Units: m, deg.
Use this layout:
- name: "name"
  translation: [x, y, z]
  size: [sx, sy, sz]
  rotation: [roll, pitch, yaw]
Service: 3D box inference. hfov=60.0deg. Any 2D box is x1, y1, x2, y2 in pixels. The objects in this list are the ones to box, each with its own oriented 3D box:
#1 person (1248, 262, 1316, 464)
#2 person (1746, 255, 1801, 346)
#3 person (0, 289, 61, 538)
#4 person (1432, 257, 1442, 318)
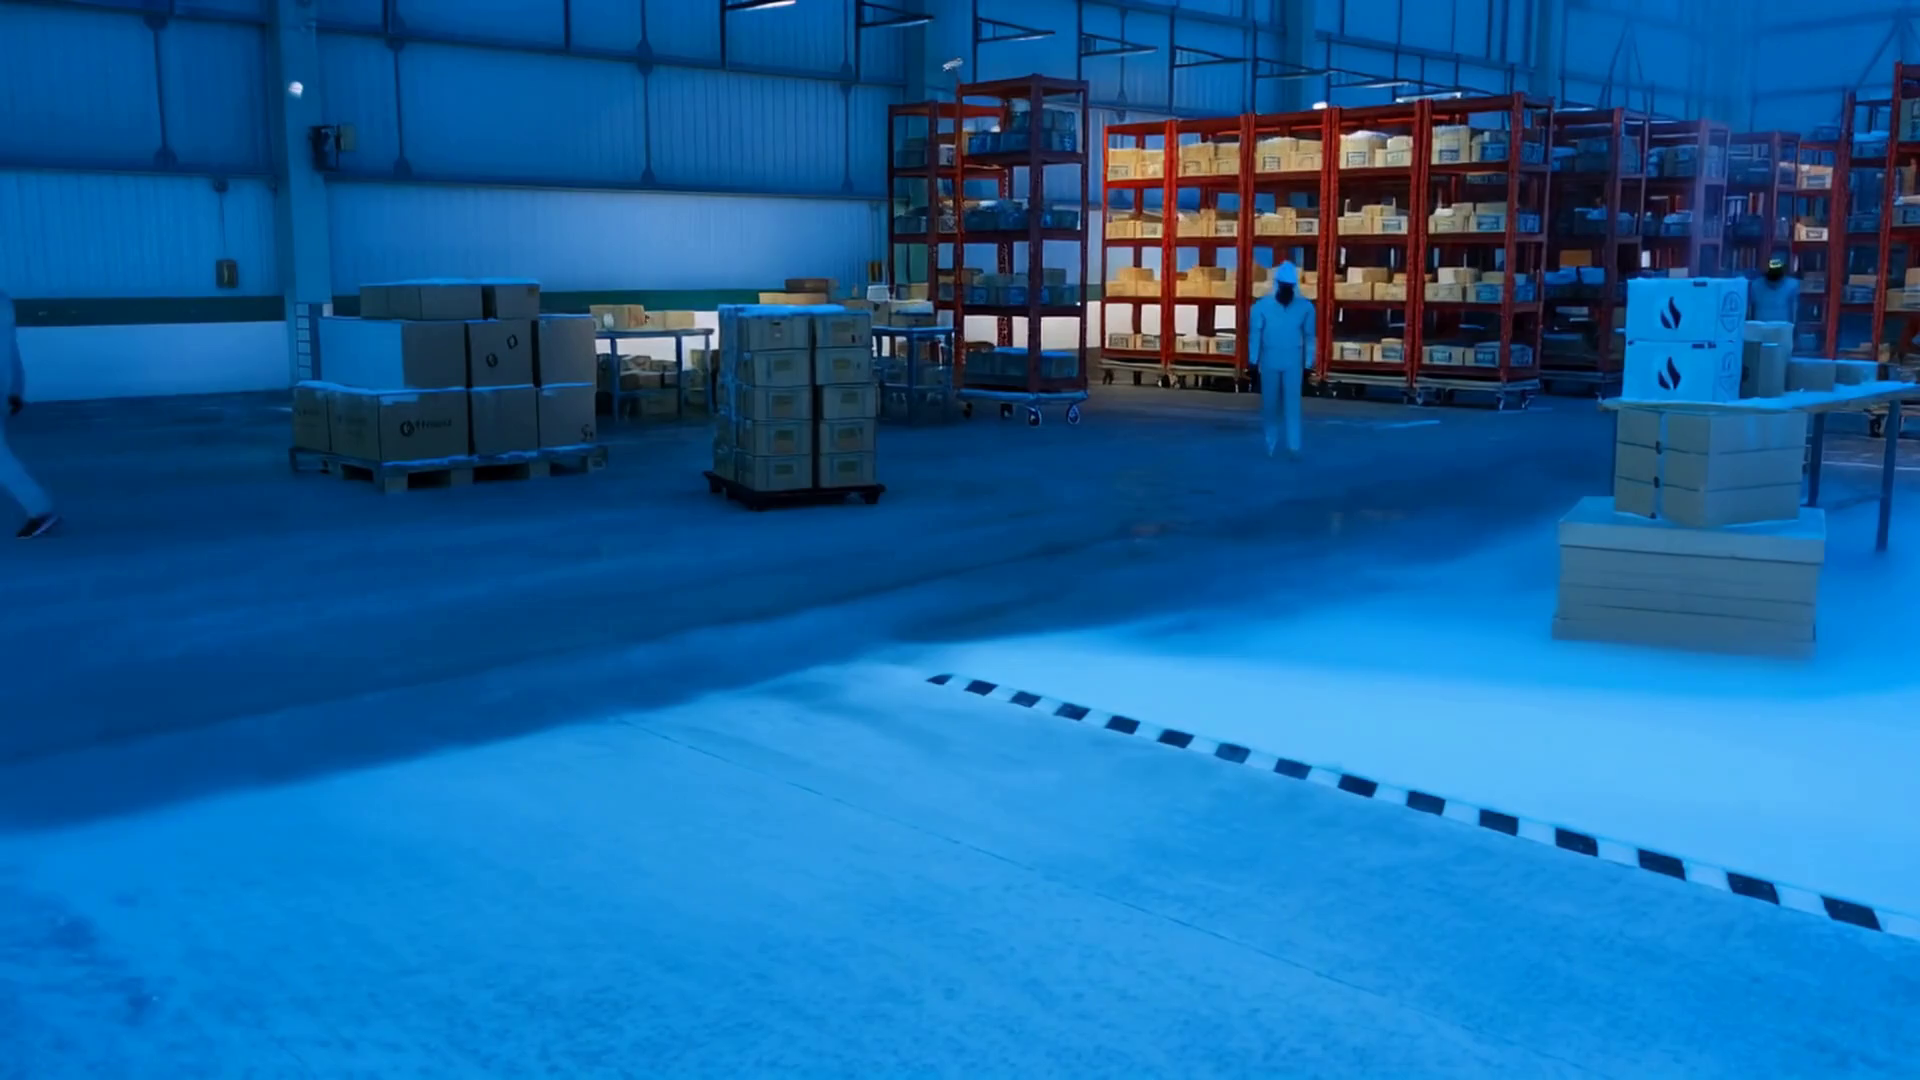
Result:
- name: "person"
  translation: [2.757, -1.517, 14.260]
  size: [0.567, 1.702, 0.906]
  rotation: [1, 10, 9]
- name: "person"
  translation: [9.819, -2.539, 20.140]
  size: [0.598, 1.791, 0.972]
  rotation: [5, 10, 26]
- name: "person"
  translation: [-6.062, -0.932, 10.300]
  size: [0.999, 1.863, 0.658]
  rotation: [1, 9, 5]
- name: "person"
  translation: [9.875, -4.898, 34.248]
  size: [0.627, 1.819, 0.425]
  rotation: [7, 12, 36]
